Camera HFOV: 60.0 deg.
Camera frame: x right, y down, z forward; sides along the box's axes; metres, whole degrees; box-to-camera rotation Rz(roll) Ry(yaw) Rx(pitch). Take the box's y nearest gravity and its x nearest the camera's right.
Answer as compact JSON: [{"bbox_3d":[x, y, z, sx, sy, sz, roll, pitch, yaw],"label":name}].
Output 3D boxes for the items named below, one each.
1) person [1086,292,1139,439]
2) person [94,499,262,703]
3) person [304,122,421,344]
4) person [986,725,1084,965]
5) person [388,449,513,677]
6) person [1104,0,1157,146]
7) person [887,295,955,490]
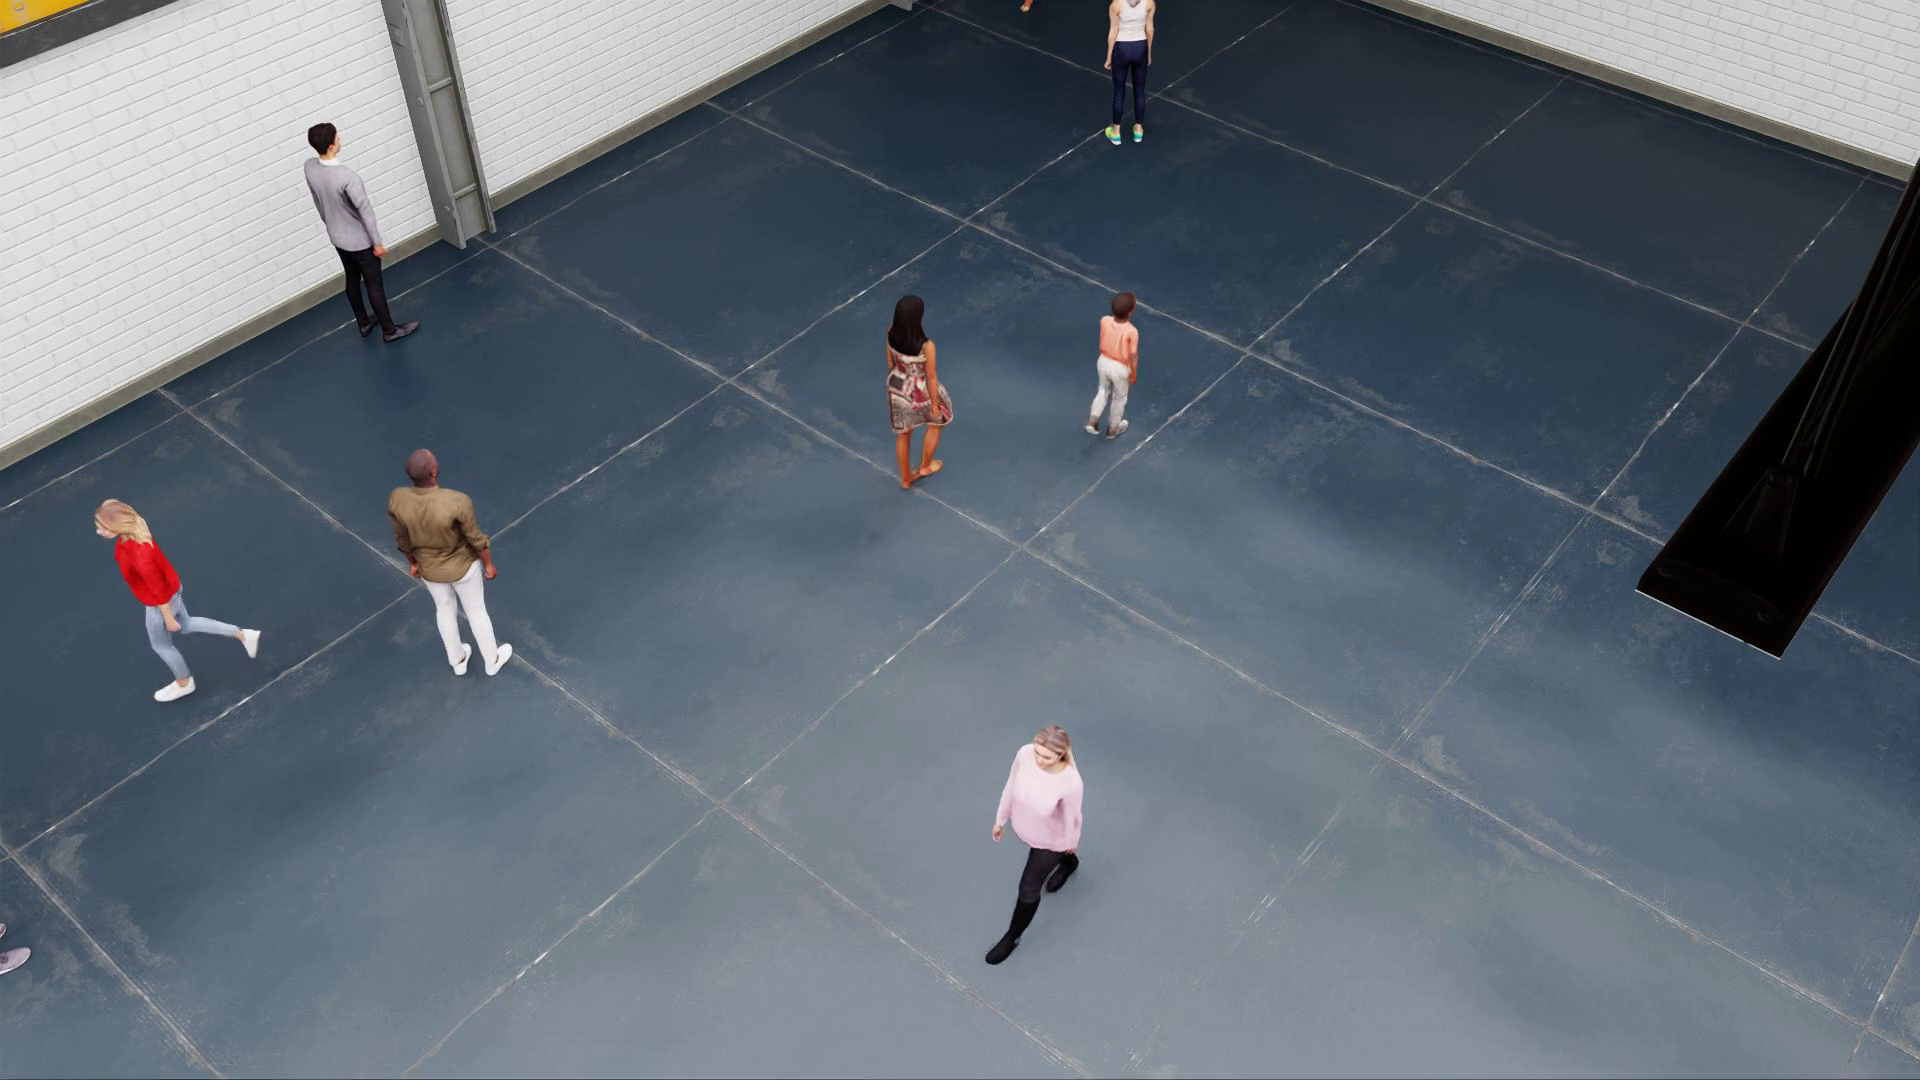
[{"bbox_3d":[1.121,-1.269,12.389,0.498,1.301,0.640,28,50,26],"label":"person"},{"bbox_3d":[-4.918,0.343,10.419,1.066,1.685,0.855,-19,47,-19],"label":"person"},{"bbox_3d":[-4.815,-2.419,13.146,0.777,1.923,0.693,21,48,21],"label":"person"},{"bbox_3d":[0.502,1.541,9.189,1.122,1.647,0.682,-34,53,-30],"label":"person"},{"bbox_3d":[-3.233,0.160,10.510,0.798,1.825,0.803,3,44,3],"label":"person"},{"bbox_3d":[1.583,-4.505,15.493,0.669,1.705,0.741,-6,44,-6],"label":"person"},{"bbox_3d":[-0.385,-1.000,11.864,0.689,1.635,0.729,23,48,22],"label":"person"}]
